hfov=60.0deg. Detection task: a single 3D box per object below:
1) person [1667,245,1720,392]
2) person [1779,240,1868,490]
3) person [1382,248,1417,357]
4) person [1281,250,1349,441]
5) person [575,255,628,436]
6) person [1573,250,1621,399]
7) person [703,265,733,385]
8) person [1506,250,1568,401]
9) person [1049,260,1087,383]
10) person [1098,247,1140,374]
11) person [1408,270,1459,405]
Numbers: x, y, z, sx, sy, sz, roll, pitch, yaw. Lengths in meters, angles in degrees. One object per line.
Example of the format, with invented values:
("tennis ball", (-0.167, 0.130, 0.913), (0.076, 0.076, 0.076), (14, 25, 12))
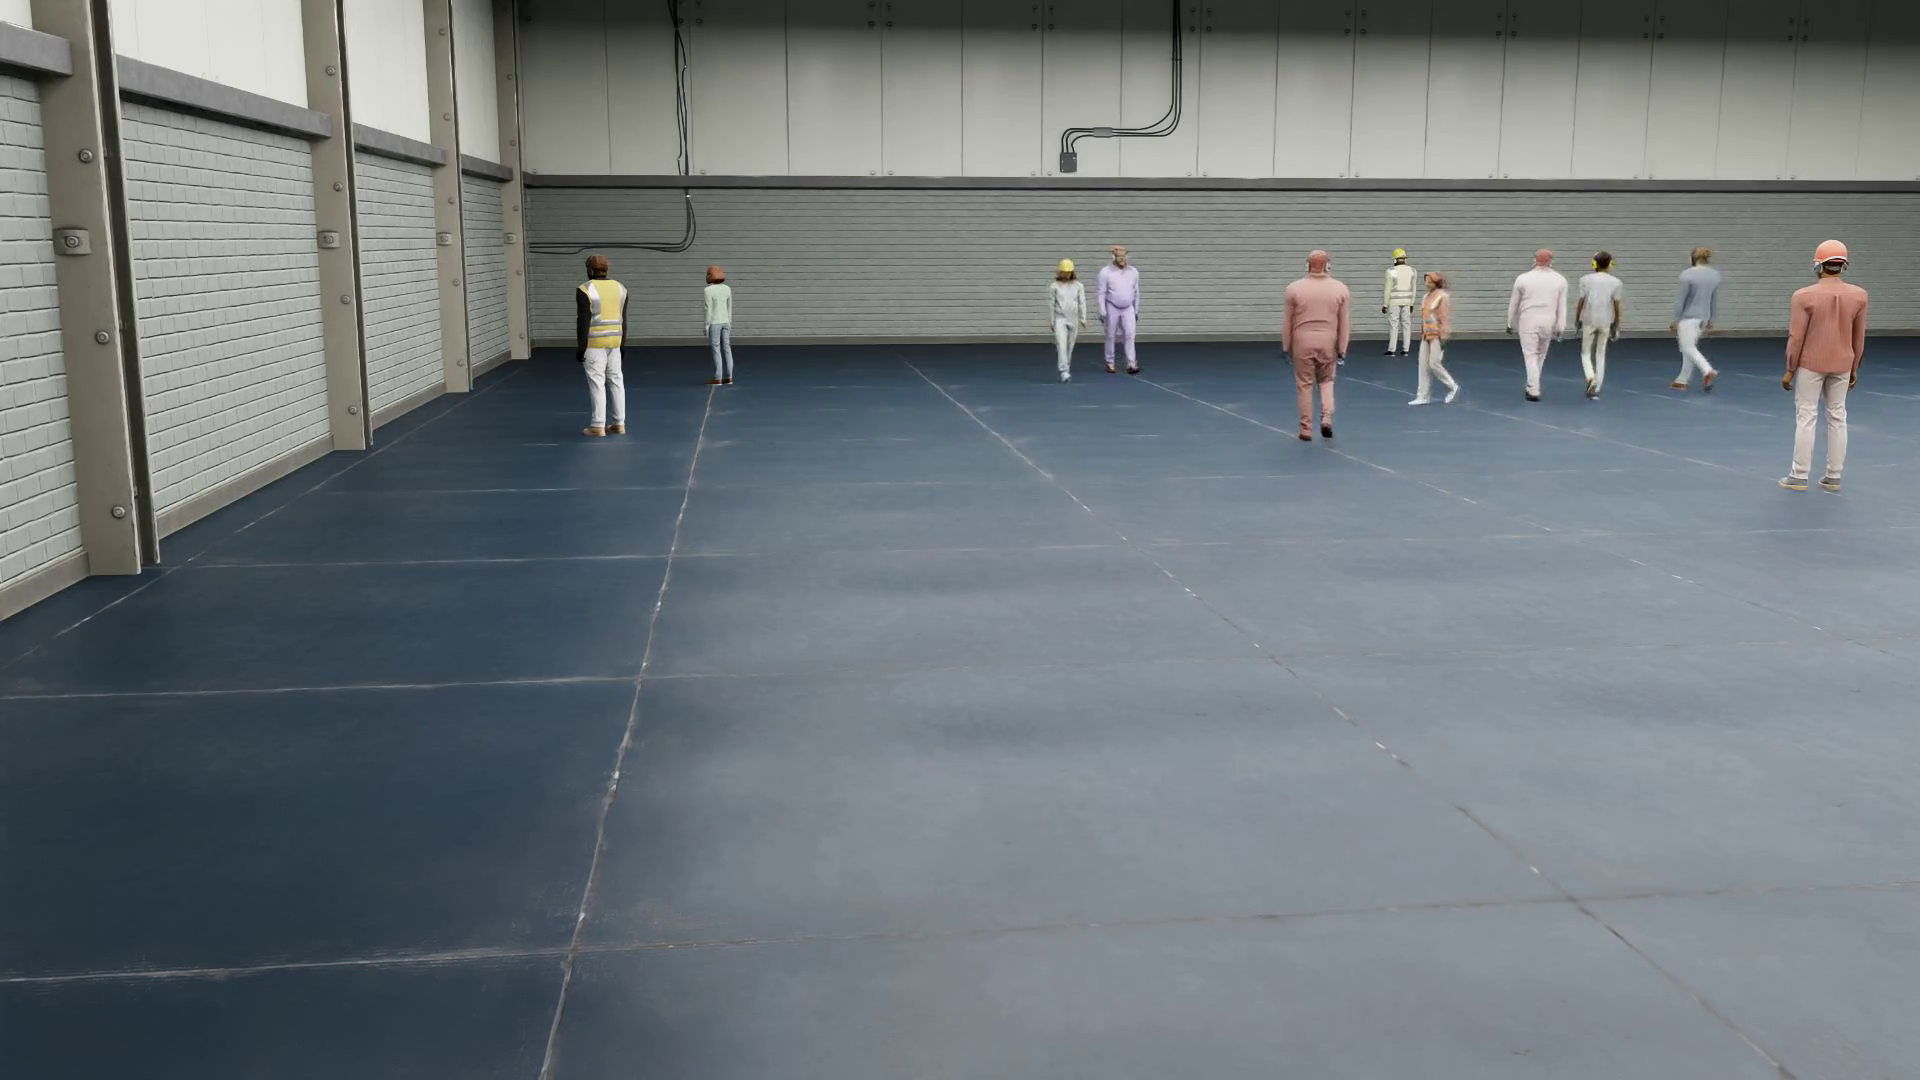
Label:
("person", (9.625, -2.877, 21.683), (0.632, 1.919, 0.831), (-5, 12, -26))
("person", (6.894, -1.386, 13.295), (0.609, 1.995, 0.375), (0, 10, -1))
("person", (7.431, -4.020, 28.184), (0.586, 1.832, 0.404), (-3, 11, -13))
("person", (3.520, -1.928, 16.568), (0.646, 1.892, 0.436), (0, 10, 2))
("person", (-3.675, -1.981, 16.981), (0.429, 1.842, 0.633), (8, 13, 37))
("person", (7.935, -2.674, 20.723), (0.541, 1.855, 0.434), (3, 11, 15))
("person", (-3.324, -2.937, 22.789), (0.279, 1.631, 0.504), (8, 13, 36))
("person", (7.183, -2.675, 20.757), (0.643, 1.851, 0.970), (0, 10, 2))
("person", (1.509, -3.016, 23.064), (0.497, 1.692, 0.915), (-2, 11, -12))
("person", (2.369, -3.371, 24.532), (0.676, 1.861, 0.938), (-2, 11, -12))
("person", (5.731, -2.425, 19.998), (0.552, 1.624, 0.535), (-3, 11, -15))
